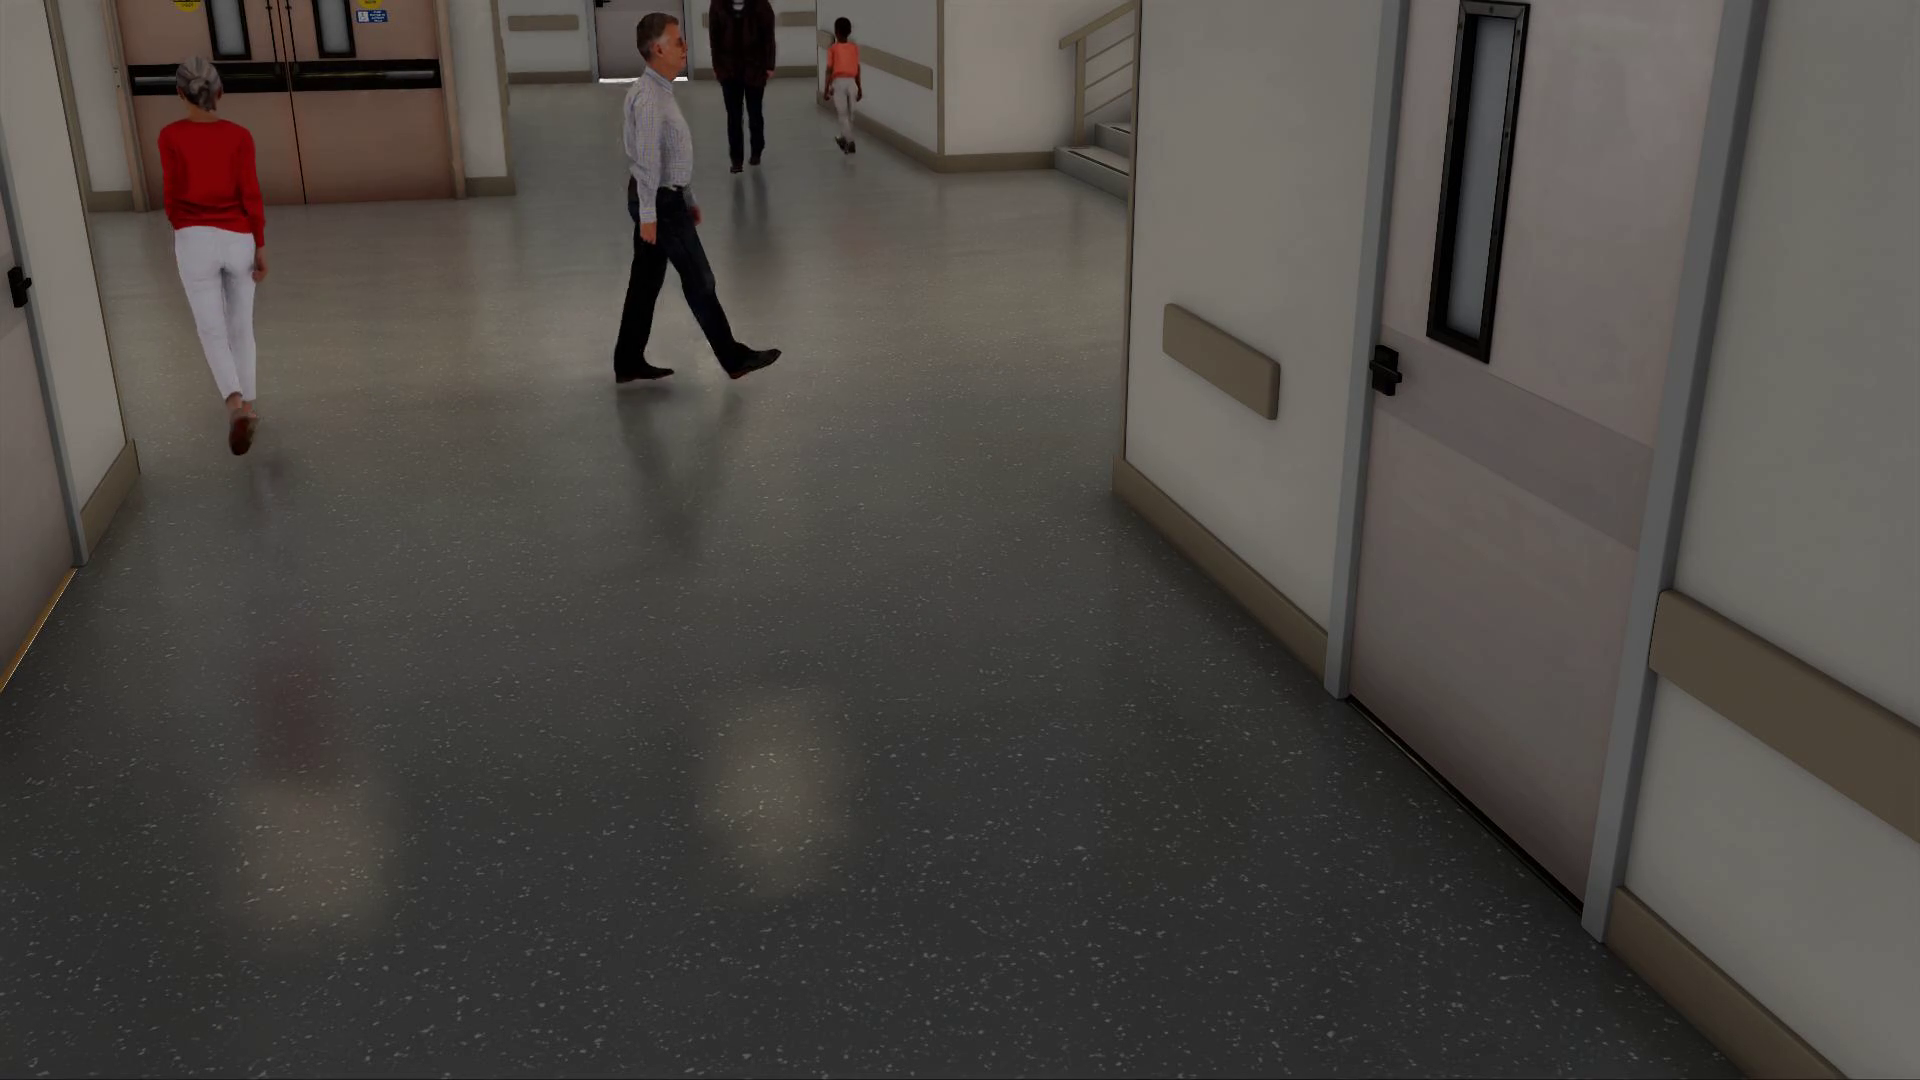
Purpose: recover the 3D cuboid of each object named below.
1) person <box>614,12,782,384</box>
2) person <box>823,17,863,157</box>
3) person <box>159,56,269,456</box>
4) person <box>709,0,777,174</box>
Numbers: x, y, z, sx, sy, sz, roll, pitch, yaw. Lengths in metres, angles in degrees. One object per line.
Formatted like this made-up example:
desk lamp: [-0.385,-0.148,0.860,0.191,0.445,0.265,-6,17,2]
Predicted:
person: [-1.555,-1.625,8.143,1.091,1.788,0.753,-3,21,-8]
person: [-1.094,-4.336,16.017,0.864,1.281,0.604,-8,22,-19]
person: [-3.194,-1.194,7.172,1.034,1.671,0.766,-12,24,-29]
person: [-1.940,-4.245,15.038,1.194,1.804,1.021,0,21,1]
